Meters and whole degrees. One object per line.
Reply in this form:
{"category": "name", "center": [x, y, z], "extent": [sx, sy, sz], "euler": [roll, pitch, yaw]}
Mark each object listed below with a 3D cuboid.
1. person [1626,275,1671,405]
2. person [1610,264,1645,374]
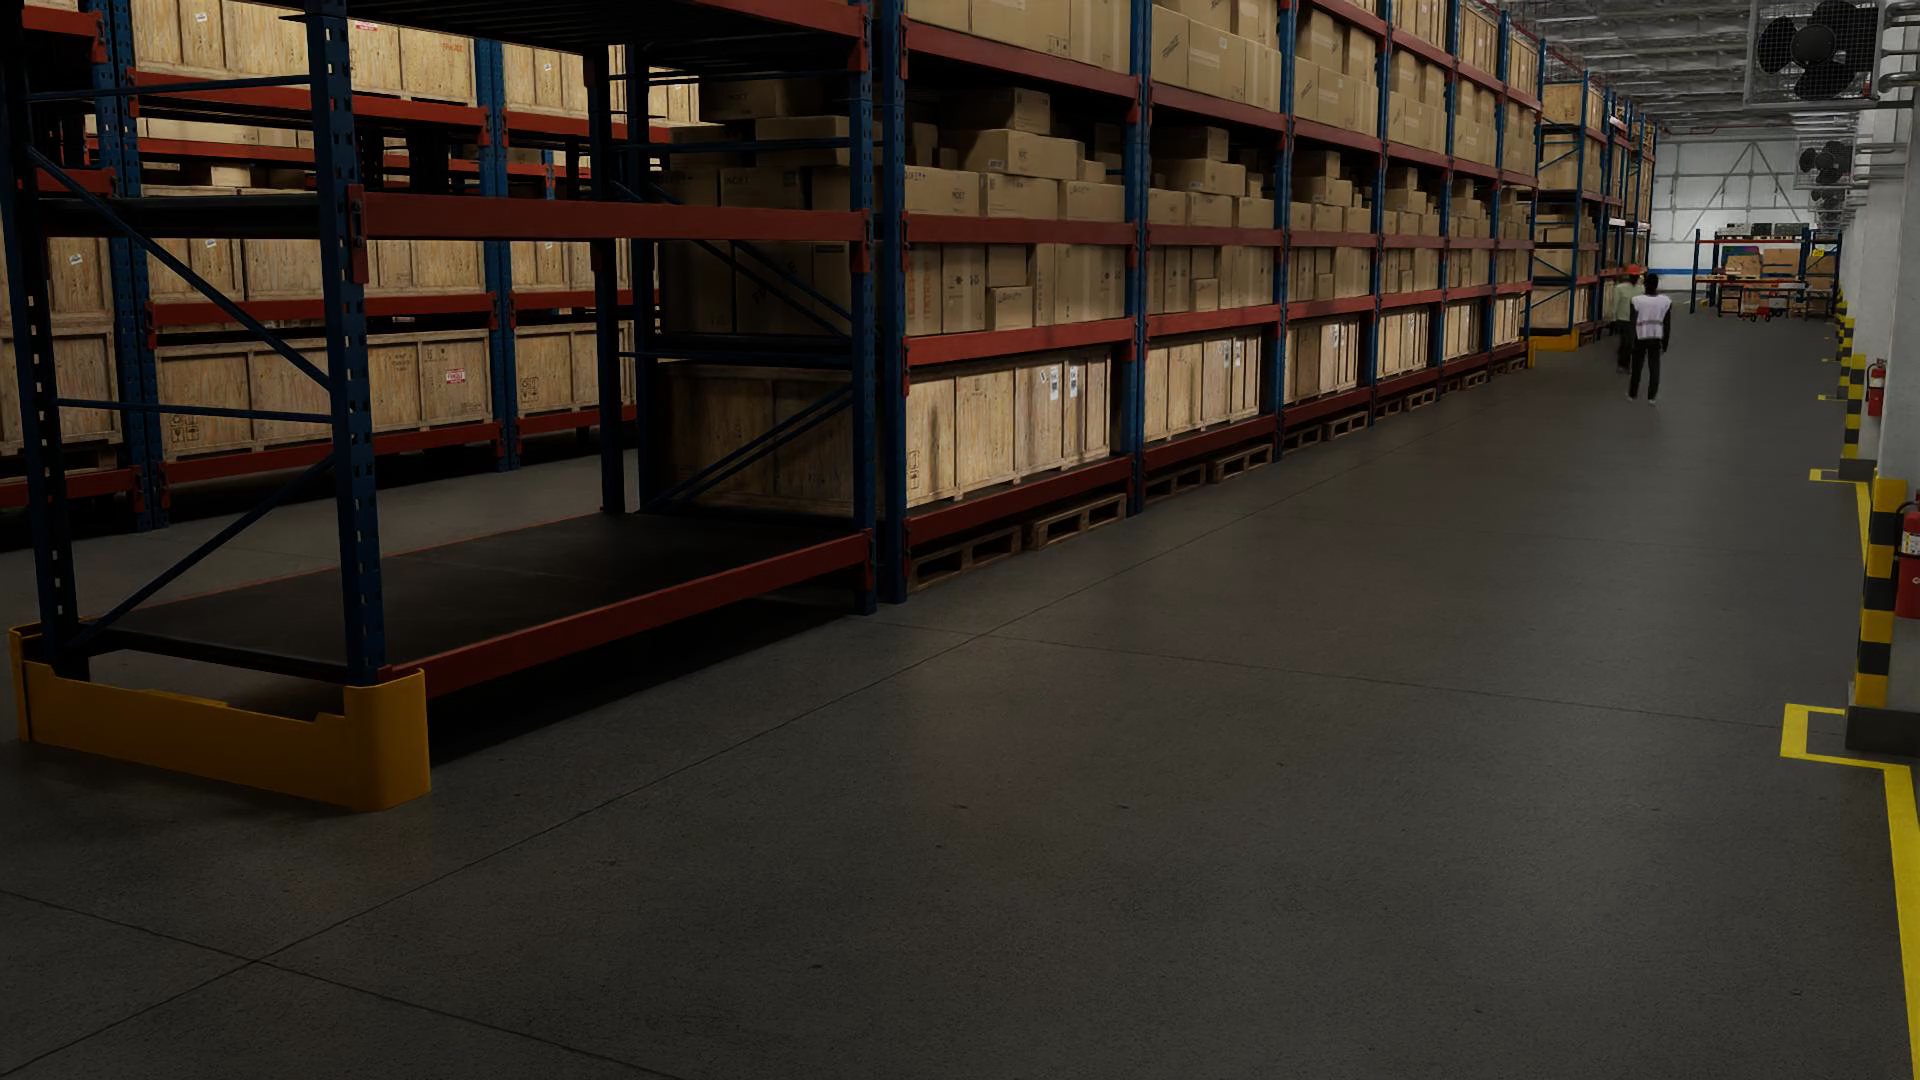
{"category": "person", "center": [9.990, -2.906, 24.135], "extent": [0.615, 1.868, 1.026], "euler": [1, 10, 7]}
{"category": "person", "center": [12.035, -3.939, 29.779], "extent": [0.630, 1.968, 0.678], "euler": [-2, 10, -10]}
